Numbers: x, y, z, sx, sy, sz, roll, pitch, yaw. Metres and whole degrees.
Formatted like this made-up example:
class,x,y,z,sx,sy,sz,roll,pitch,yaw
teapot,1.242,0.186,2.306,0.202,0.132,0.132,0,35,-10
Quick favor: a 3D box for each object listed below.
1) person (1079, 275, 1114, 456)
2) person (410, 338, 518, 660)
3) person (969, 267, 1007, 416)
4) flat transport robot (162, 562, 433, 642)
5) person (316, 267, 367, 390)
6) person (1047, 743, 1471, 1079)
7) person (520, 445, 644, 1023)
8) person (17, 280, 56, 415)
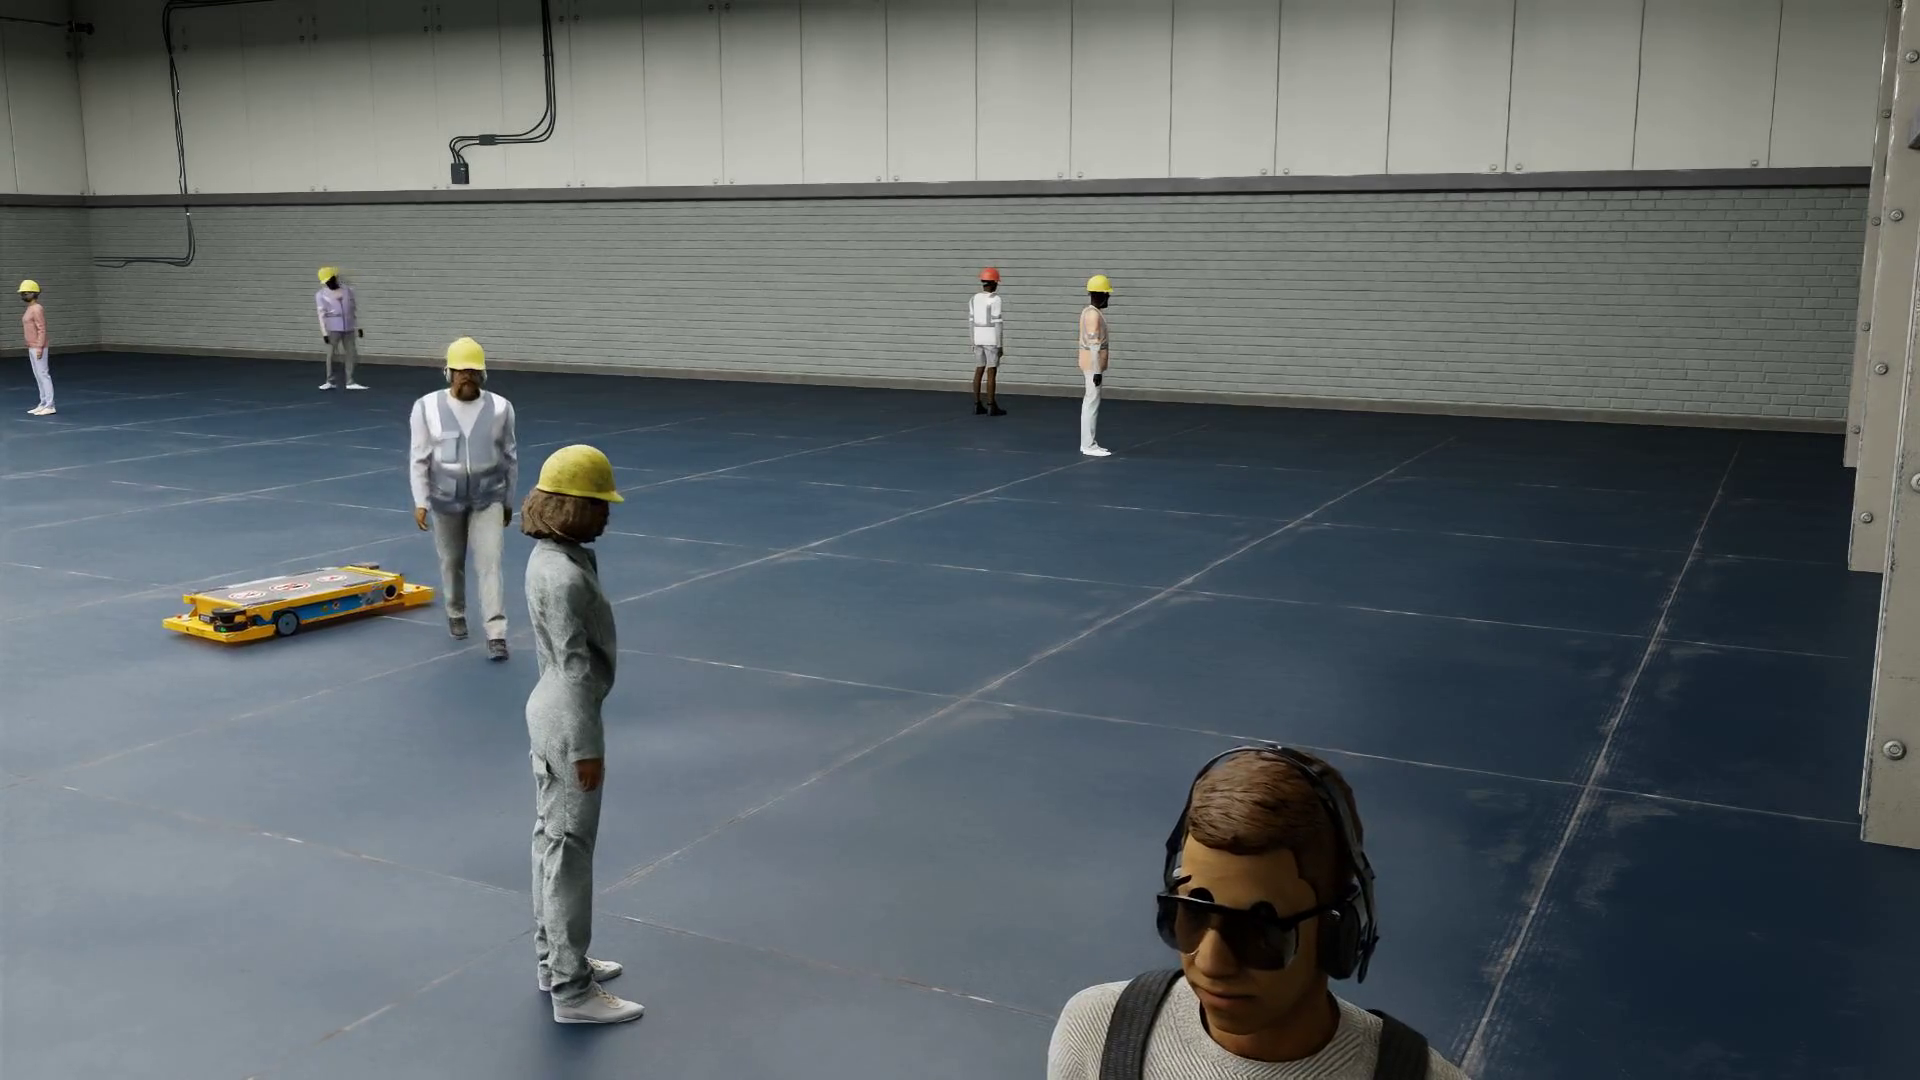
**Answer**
class,x,y,z,sx,sy,sz,roll,pitch,yaw
person,1.457,-1.862,17.803,0.368,1.925,0.594,0,10,0
person,-2.802,-0.251,9.434,0.592,1.788,0.945,-4,11,-19
person,0.372,-2.597,21.786,0.379,1.937,0.548,-10,14,-42
flat transport robot,-4.033,0.363,10.191,0.652,0.197,1.431,7,12,34
person,-9.410,-3.200,25.275,0.694,1.874,0.372,-9,14,-41
person,0.303,1.112,1.816,0.508,1.846,0.345,5,11,24
person,-1.147,0.578,5.024,0.311,1.736,0.483,-4,11,-20
person,-12.141,-2.520,21.831,0.313,1.768,0.533,-9,14,-39
